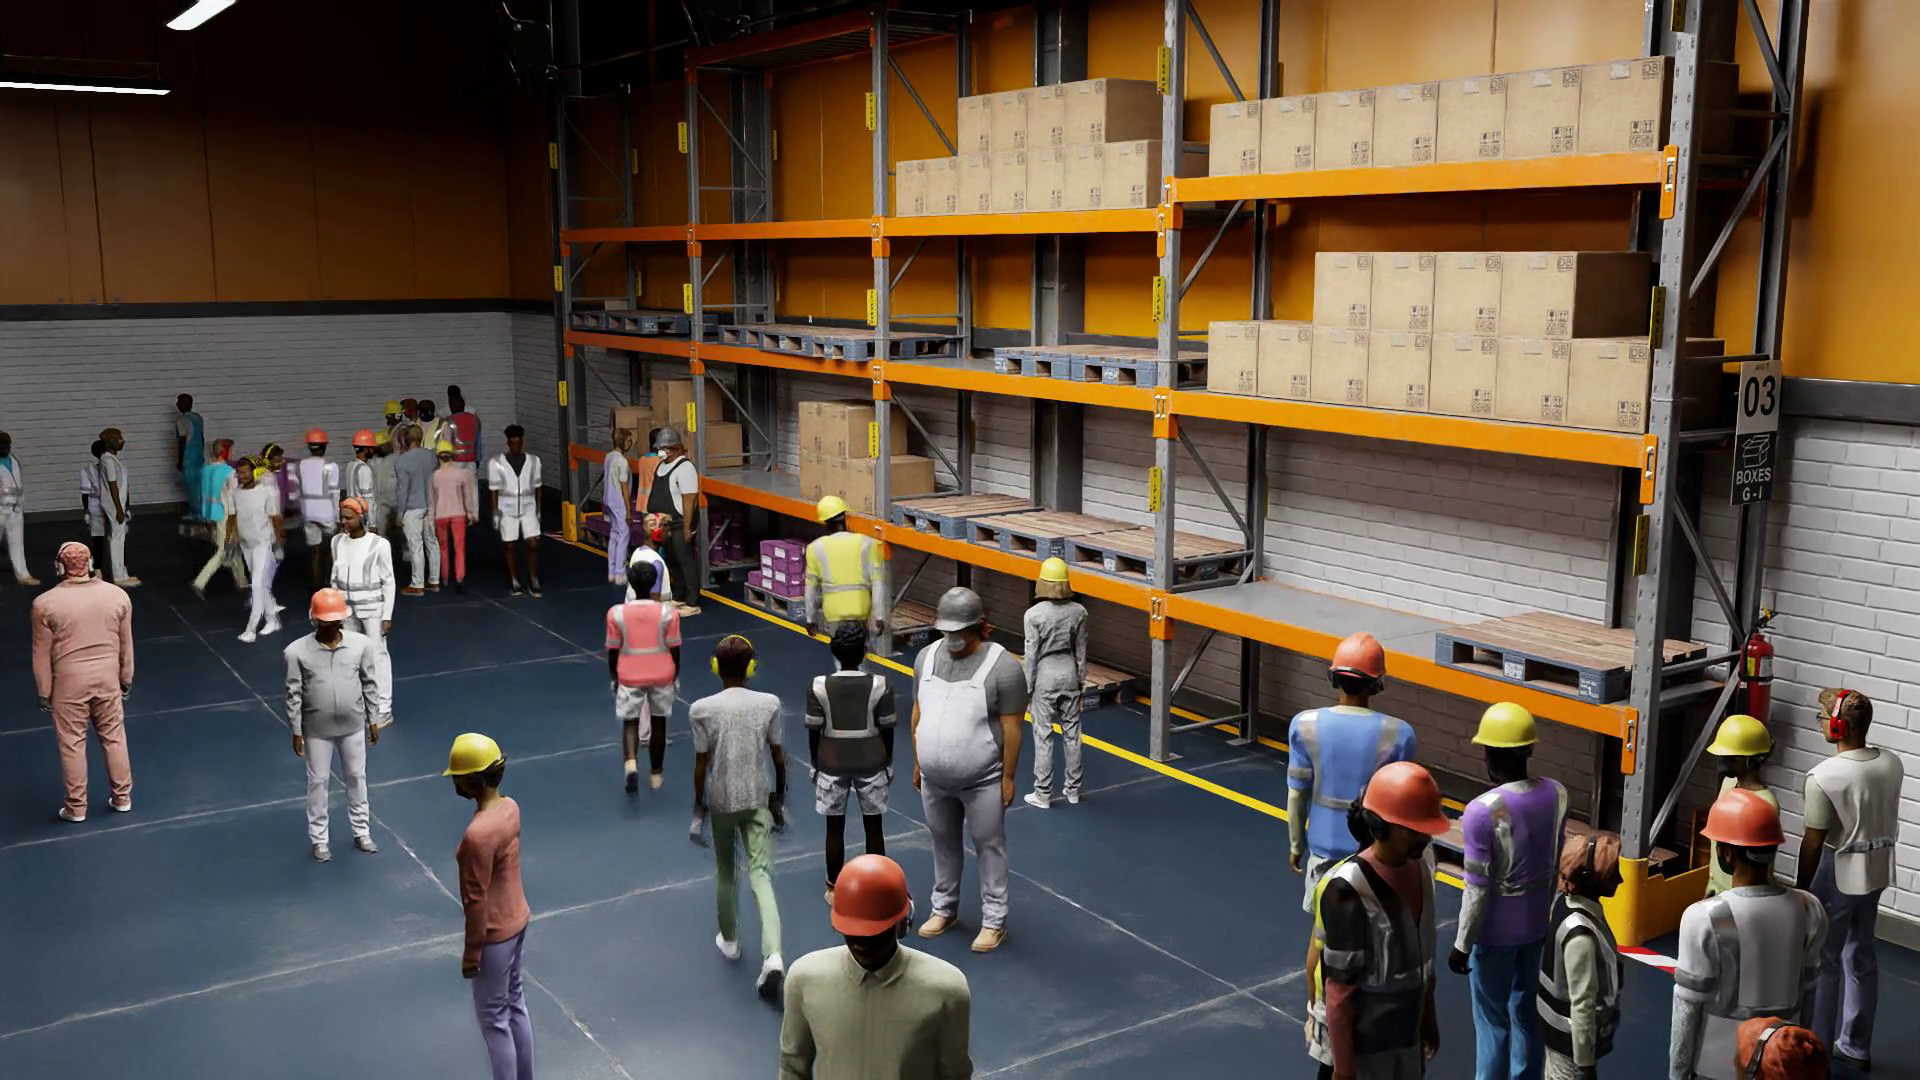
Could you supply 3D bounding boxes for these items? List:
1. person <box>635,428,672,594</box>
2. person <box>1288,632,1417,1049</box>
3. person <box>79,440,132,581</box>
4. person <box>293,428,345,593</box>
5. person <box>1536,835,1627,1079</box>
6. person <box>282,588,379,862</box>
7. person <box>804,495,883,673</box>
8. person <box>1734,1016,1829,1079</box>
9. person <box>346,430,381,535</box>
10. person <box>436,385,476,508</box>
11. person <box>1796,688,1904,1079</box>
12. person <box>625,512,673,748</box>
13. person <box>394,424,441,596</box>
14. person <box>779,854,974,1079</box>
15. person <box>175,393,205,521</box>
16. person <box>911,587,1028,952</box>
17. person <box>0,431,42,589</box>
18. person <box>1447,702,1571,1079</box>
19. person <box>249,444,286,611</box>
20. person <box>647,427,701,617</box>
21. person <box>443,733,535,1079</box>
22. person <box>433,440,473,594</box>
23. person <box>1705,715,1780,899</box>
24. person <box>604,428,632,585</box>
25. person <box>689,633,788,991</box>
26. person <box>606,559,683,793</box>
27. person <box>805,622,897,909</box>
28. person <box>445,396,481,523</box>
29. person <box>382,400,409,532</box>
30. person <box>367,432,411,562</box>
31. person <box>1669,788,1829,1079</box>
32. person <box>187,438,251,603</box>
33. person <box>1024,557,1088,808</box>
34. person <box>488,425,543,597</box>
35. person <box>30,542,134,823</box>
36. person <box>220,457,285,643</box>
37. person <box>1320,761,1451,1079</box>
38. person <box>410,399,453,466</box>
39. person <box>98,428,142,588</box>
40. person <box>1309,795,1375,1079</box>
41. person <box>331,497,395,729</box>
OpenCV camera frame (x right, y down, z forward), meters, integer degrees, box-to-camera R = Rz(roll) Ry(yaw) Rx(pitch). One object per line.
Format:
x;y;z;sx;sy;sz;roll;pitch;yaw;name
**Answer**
-3.387;-0.288;18.487;0.397;1.913;0.587;-7;12;-34;person
1.861;1.446;7.923;0.605;2.044;0.375;4;11;23;person
-9.900;-0.321;19.303;0.540;1.699;0.316;-8;12;-38;person
-7.086;-0.280;18.440;0.546;1.912;0.438;1;10;6;person
2.356;1.915;6.353;0.306;1.639;0.523;3;10;16;person
-3.949;1.155;10.507;0.566;1.744;0.350;-6;11;-32;person
-0.936;0.592;13.402;0.601;1.879;0.651;-3;10;-16;person
2.089;2.145;4.310;0.576;1.880;0.351;-4;10;-21;person
-6.482;-0.241;18.168;0.389;1.930;0.544;-7;12;-36;person
-7.549;-1.369;24.854;0.615;1.896;0.630;-7;12;-37;person
4.077;1.594;7.670;0.559;1.836;0.394;-4;11;-24;person
-2.422;0.696;12.970;0.408;1.831;0.574;-3;10;-18;person
-6.105;-0.342;18.724;0.372;1.940;0.632;5;11;27;person
-0.270;1.931;5.225;0.623;1.989;0.400;1;10;6;person
-11.098;-1.194;24.000;0.339;1.845;0.507;3;10;15;person
0.002;1.236;9.160;0.684;2.000;0.535;5;11;28;person
-10.987;-0.328;19.099;0.663;1.825;0.651;2;10;12;person
2.331;1.638;7.141;0.587;1.926;0.366;-6;12;-33;person
-7.411;-0.135;17.835;0.415;1.826;0.626;-6;11;-32;person
-3.052;-0.212;17.665;0.537;2.000;0.701;-6;11;-32;person
-2.061;1.702;7.277;0.341;1.756;0.531;0;10;0;person
-5.803;-0.271;18.894;0.524;1.738;0.825;-3;10;-15;person
3.527;1.650;7.574;0.339;1.761;0.529;1;10;8;person
-3.945;-0.388;19.312;0.350;1.835;0.519;-6;12;-33;person
-1.141;1.421;8.743;0.518;1.827;0.912;-3;10;-17;person
-2.212;0.983;11.683;0.533;1.686;0.507;-1;10;-6;person
-0.631;1.317;9.686;0.535;1.699;0.321;0;10;0;person
-7.119;-1.139;23.714;0.430;1.839;0.639;8;13;40;person
-7.802;-1.031;23.115;0.403;1.825;0.596;-6;11;-31;person
-7.017;-0.502;20.428;0.489;1.689;0.938;0;10;2;person
2.775;1.838;5.971;0.544;1.929;0.387;-2;10;-9;person
-8.240;-0.229;18.471;0.584;1.810;0.897;6;12;33;person
0.644;0.982;11.523;0.494;1.743;0.304;-4;11;-25;person
-4.922;-0.311;18.527;0.604;1.938;0.745;-4;11;-23;person
-5.932;0.953;11.263;0.400;1.900;0.636;8;12;39;person
-7.051;0.096;16.464;0.503;1.827;0.932;2;10;11;person
1.560;1.775;6.042;0.617;2.029;0.409;-9;13;-43;person
-7.348;-1.030;23.059;0.626;1.840;0.430;1;10;6;person
-9.720;-0.373;19.183;0.345;1.846;0.507;-6;11;-31;person
1.630;1.825;6.740;0.537;1.693;0.319;-7;12;-35;person
-4.825;0.588;13.435;0.574;1.881;0.357;4;10;20;person
